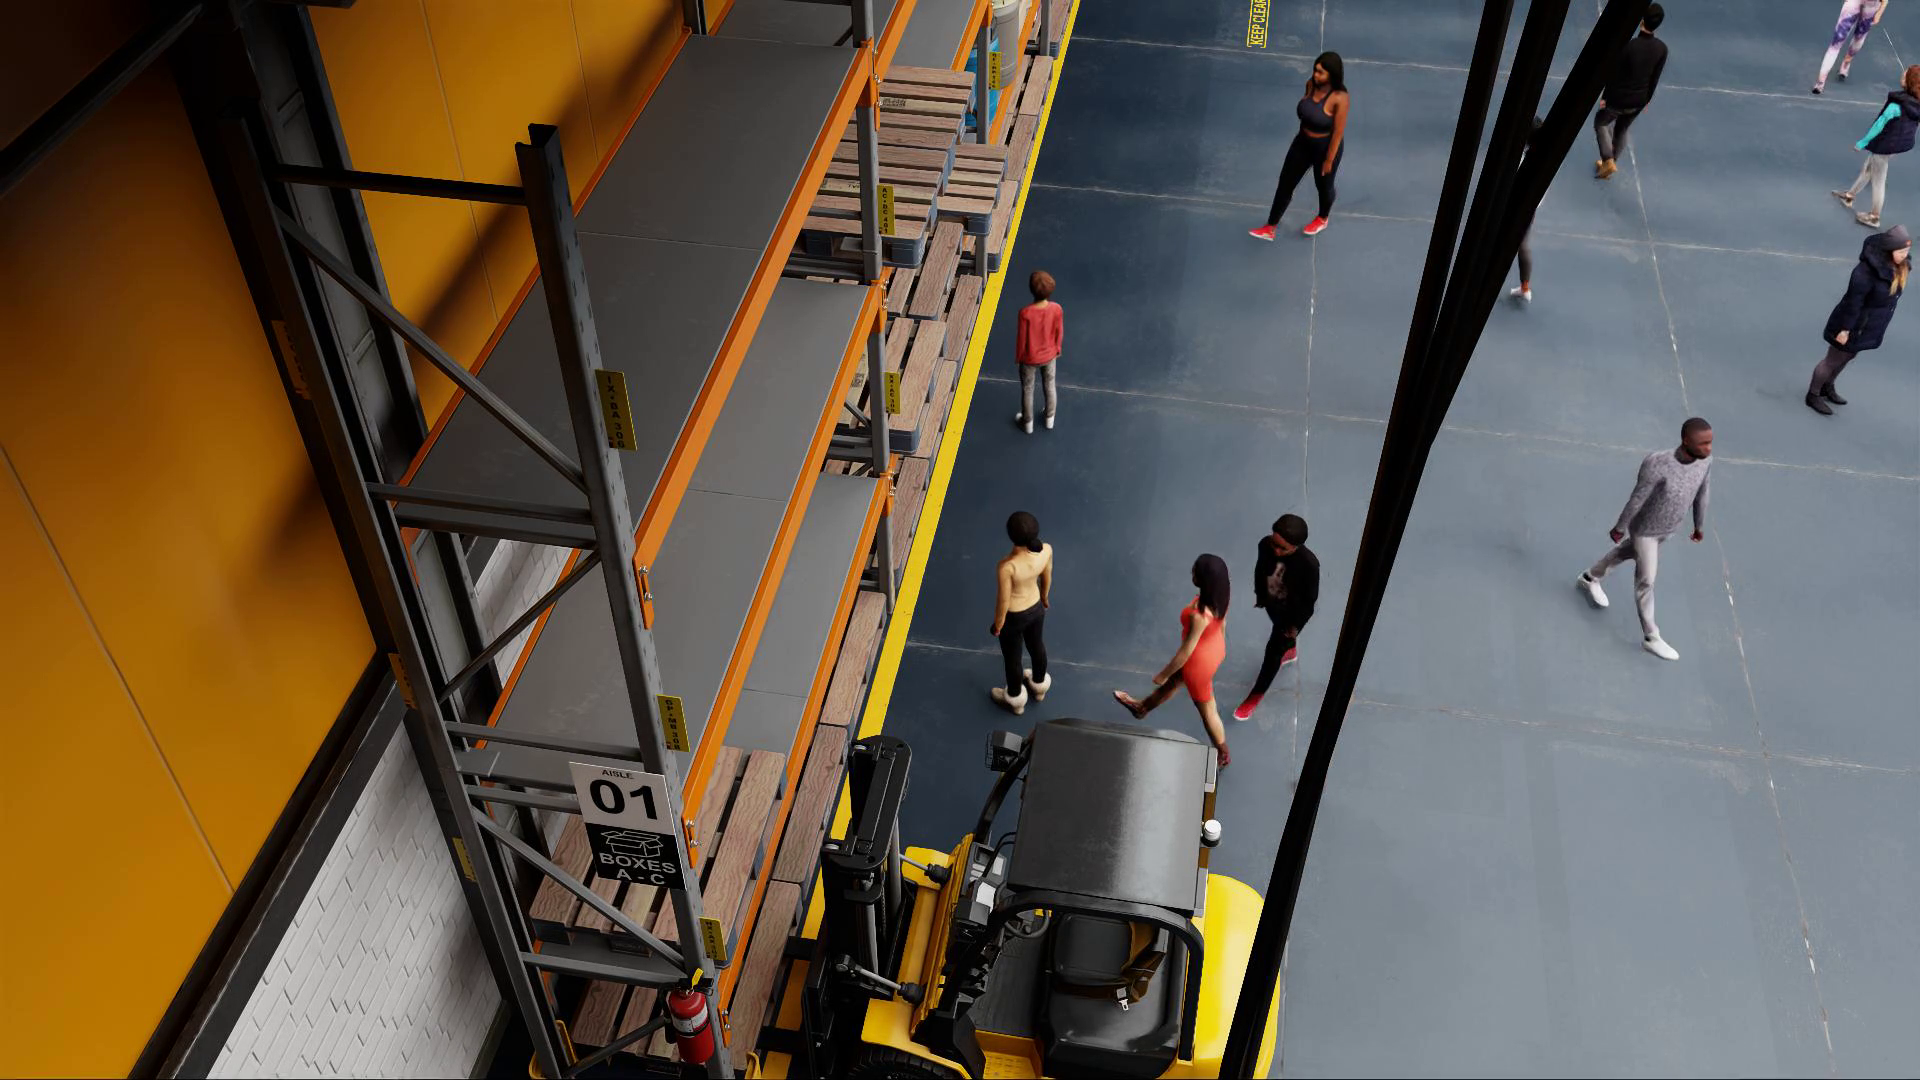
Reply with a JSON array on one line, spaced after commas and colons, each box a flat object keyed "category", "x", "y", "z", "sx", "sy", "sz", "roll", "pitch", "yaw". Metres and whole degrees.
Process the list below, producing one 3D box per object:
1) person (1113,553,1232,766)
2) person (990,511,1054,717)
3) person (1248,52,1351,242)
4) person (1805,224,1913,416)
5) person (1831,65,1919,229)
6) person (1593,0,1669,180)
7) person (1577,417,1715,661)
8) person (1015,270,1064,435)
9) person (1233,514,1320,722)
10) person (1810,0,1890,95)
[{"category": "person", "x": 1.556, "y": 0.775, "z": 10.180, "sx": 0.812, "sy": 1.680, "sz": 1.061, "roll": 18, "pitch": 46, "yaw": 18}, {"category": "person", "x": 0.394, "y": 0.454, "z": 10.532, "sx": 0.677, "sy": 1.659, "sz": 0.740, "roll": -26, "pitch": 50, "yaw": -25}, {"category": "person", "x": 3.185, "y": -3.443, "z": 14.534, "sx": 1.194, "sy": 1.781, "sz": 1.112, "roll": -28, "pitch": 50, "yaw": -26}, {"category": "person", "x": 6.908, "y": -1.705, "z": 12.786, "sx": 0.788, "sy": 1.676, "sz": 0.843, "roll": -24, "pitch": 49, "yaw": -23}, {"category": "person", "x": 8.316, "y": -3.470, "z": 14.784, "sx": 0.846, "sy": 1.475, "sz": 0.907, "roll": -27, "pitch": 50, "yaw": -26}, {"category": "person", "x": 6.119, "y": -4.037, "z": 15.209, "sx": 0.748, "sy": 1.710, "sz": 0.802, "roll": -3, "pitch": 44, "yaw": -3}, {"category": "person", "x": 4.549, "y": -0.143, "z": 11.065, "sx": 1.150, "sy": 1.788, "sz": 1.290, "roll": -19, "pitch": 47, "yaw": -19}, {"category": "person", "x": 0.599, "y": -1.430, "z": 12.686, "sx": 0.586, "sy": 1.417, "sz": 0.589, "roll": -11, "pitch": 45, "yaw": -12}, {"category": "person", "x": 2.130, "y": 0.391, "z": 10.629, "sx": 1.100, "sy": 1.617, "sz": 0.968, "roll": -30, "pitch": 51, "yaw": -28}, {"category": "person", "x": 9.021, "y": -5.327, "z": 16.571, "sx": 0.914, "sy": 1.700, "sz": 1.278, "roll": 24, "pitch": 49, "yaw": 23}]
